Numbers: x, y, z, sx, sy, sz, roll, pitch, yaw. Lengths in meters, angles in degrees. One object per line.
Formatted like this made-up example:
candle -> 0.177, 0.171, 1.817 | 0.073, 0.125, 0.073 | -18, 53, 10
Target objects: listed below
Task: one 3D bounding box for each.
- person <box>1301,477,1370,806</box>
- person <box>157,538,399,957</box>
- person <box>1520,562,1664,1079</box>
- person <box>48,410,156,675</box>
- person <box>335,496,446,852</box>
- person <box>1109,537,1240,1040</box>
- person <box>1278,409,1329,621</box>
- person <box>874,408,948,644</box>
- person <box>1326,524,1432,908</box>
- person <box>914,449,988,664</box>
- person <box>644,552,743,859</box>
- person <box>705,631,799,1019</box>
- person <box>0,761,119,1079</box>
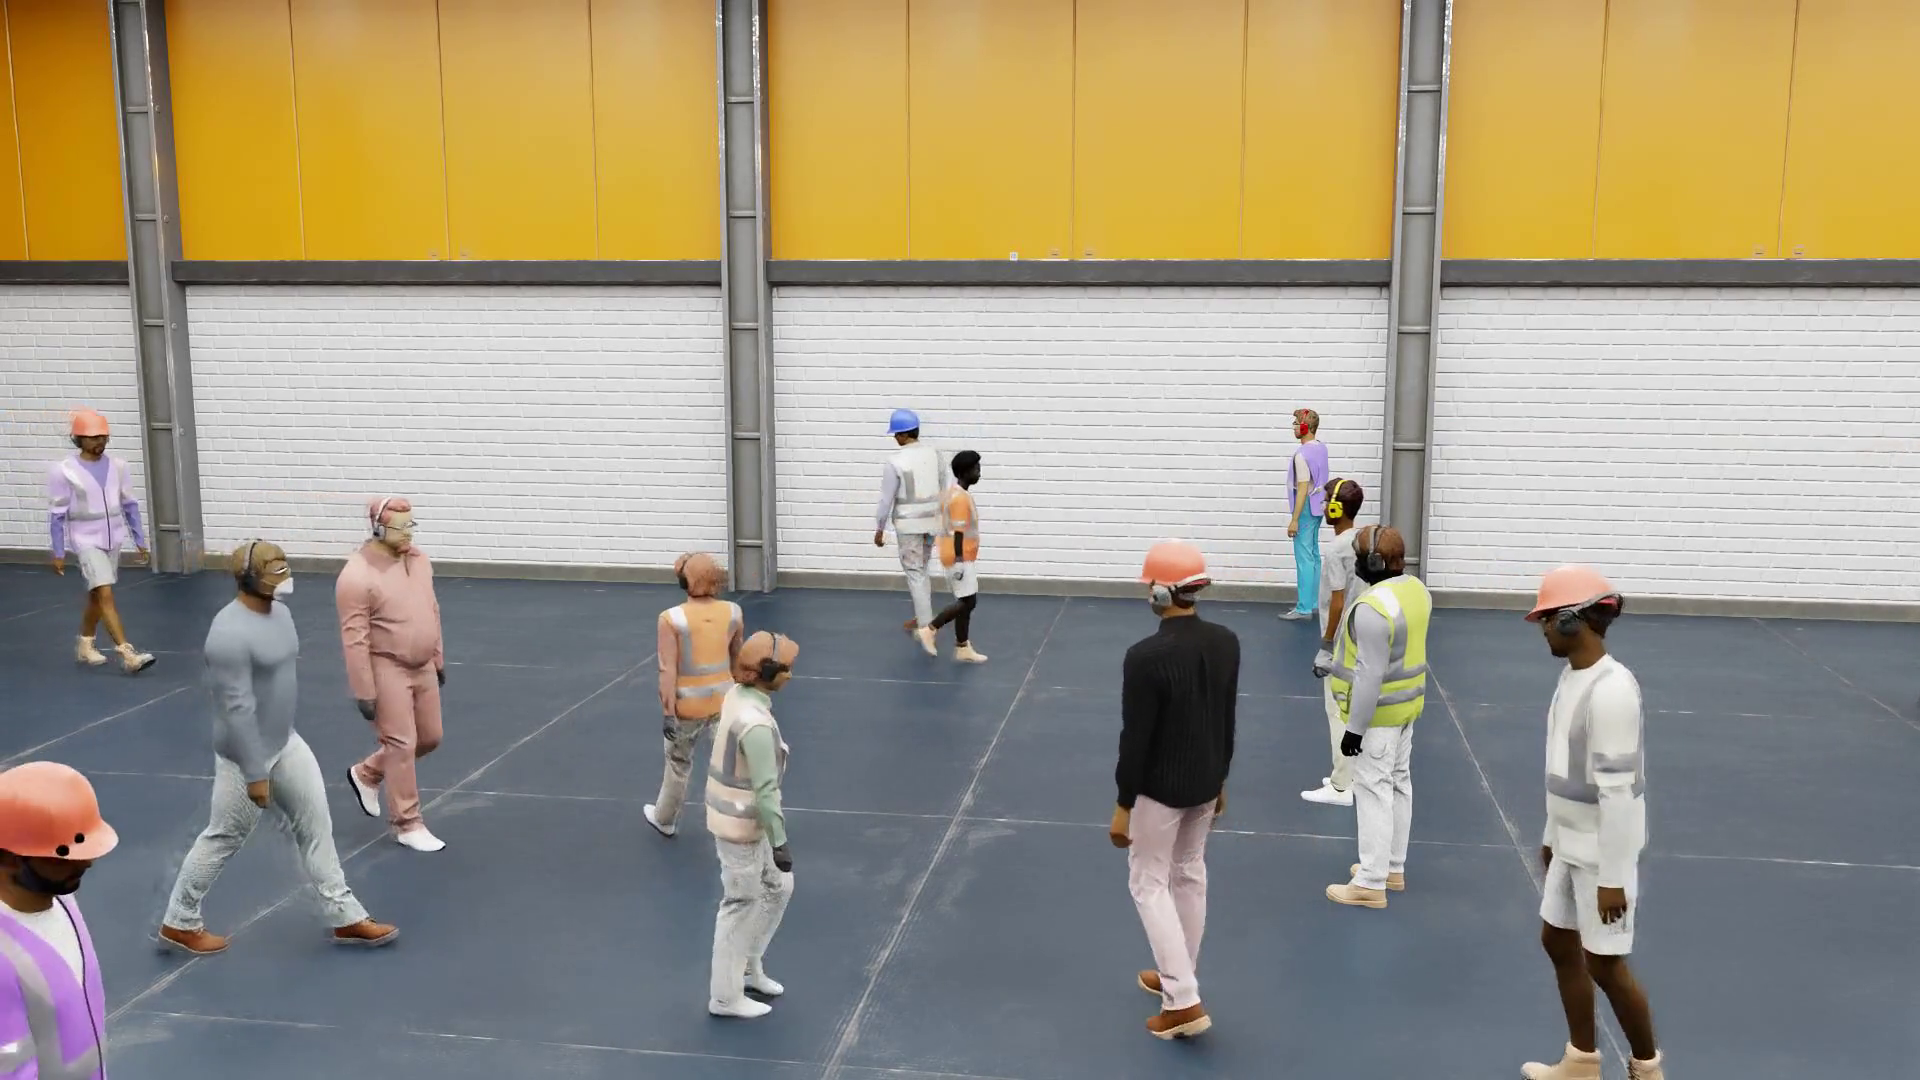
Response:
person -> 2.167, 0.576, 9.474 | 0.310, 1.869, 0.532 | 7, 11, 36
person -> -3.092, 0.920, 7.311 | 1.038, 1.887, 0.648 | 0, 9, 3
person -> 2.311, 1.094, 5.918 | 0.562, 2.008, 0.680 | 1, 9, 3
person -> -6.454, 0.015, 12.558 | 1.031, 1.984, 0.630 | 5, 11, 29
person -> -3.020, 0.689, 8.743 | 0.647, 1.884, 0.672 | 3, 10, 19
person -> 0.859, 0.975, 6.669 | 0.621, 1.997, 0.494 | -7, 12, -38
person -> 3.010, -0.216, 14.425 | 0.389, 1.847, 0.567 | 5, 10, 27
person -> -0.403, -0.115, 13.565 | 0.639, 1.917, 0.635 | -8, 12, -40
person -> 1.992, 0.835, 7.974 | 0.429, 1.840, 0.622 | 7, 11, 35
person -> -0.048, 0.134, 12.753 | 0.469, 1.677, 0.538 | 1, 9, 3
person -> -1.356, 0.848, 8.630 | 0.543, 1.585, 0.872 | -7, 11, -36
person -> -0.826, 1.152, 6.665 | 0.458, 1.614, 0.532 | -2, 9, -12
person -> -2.224, 1.450, 3.984 | 0.517, 1.908, 0.548 | -1, 9, -7
